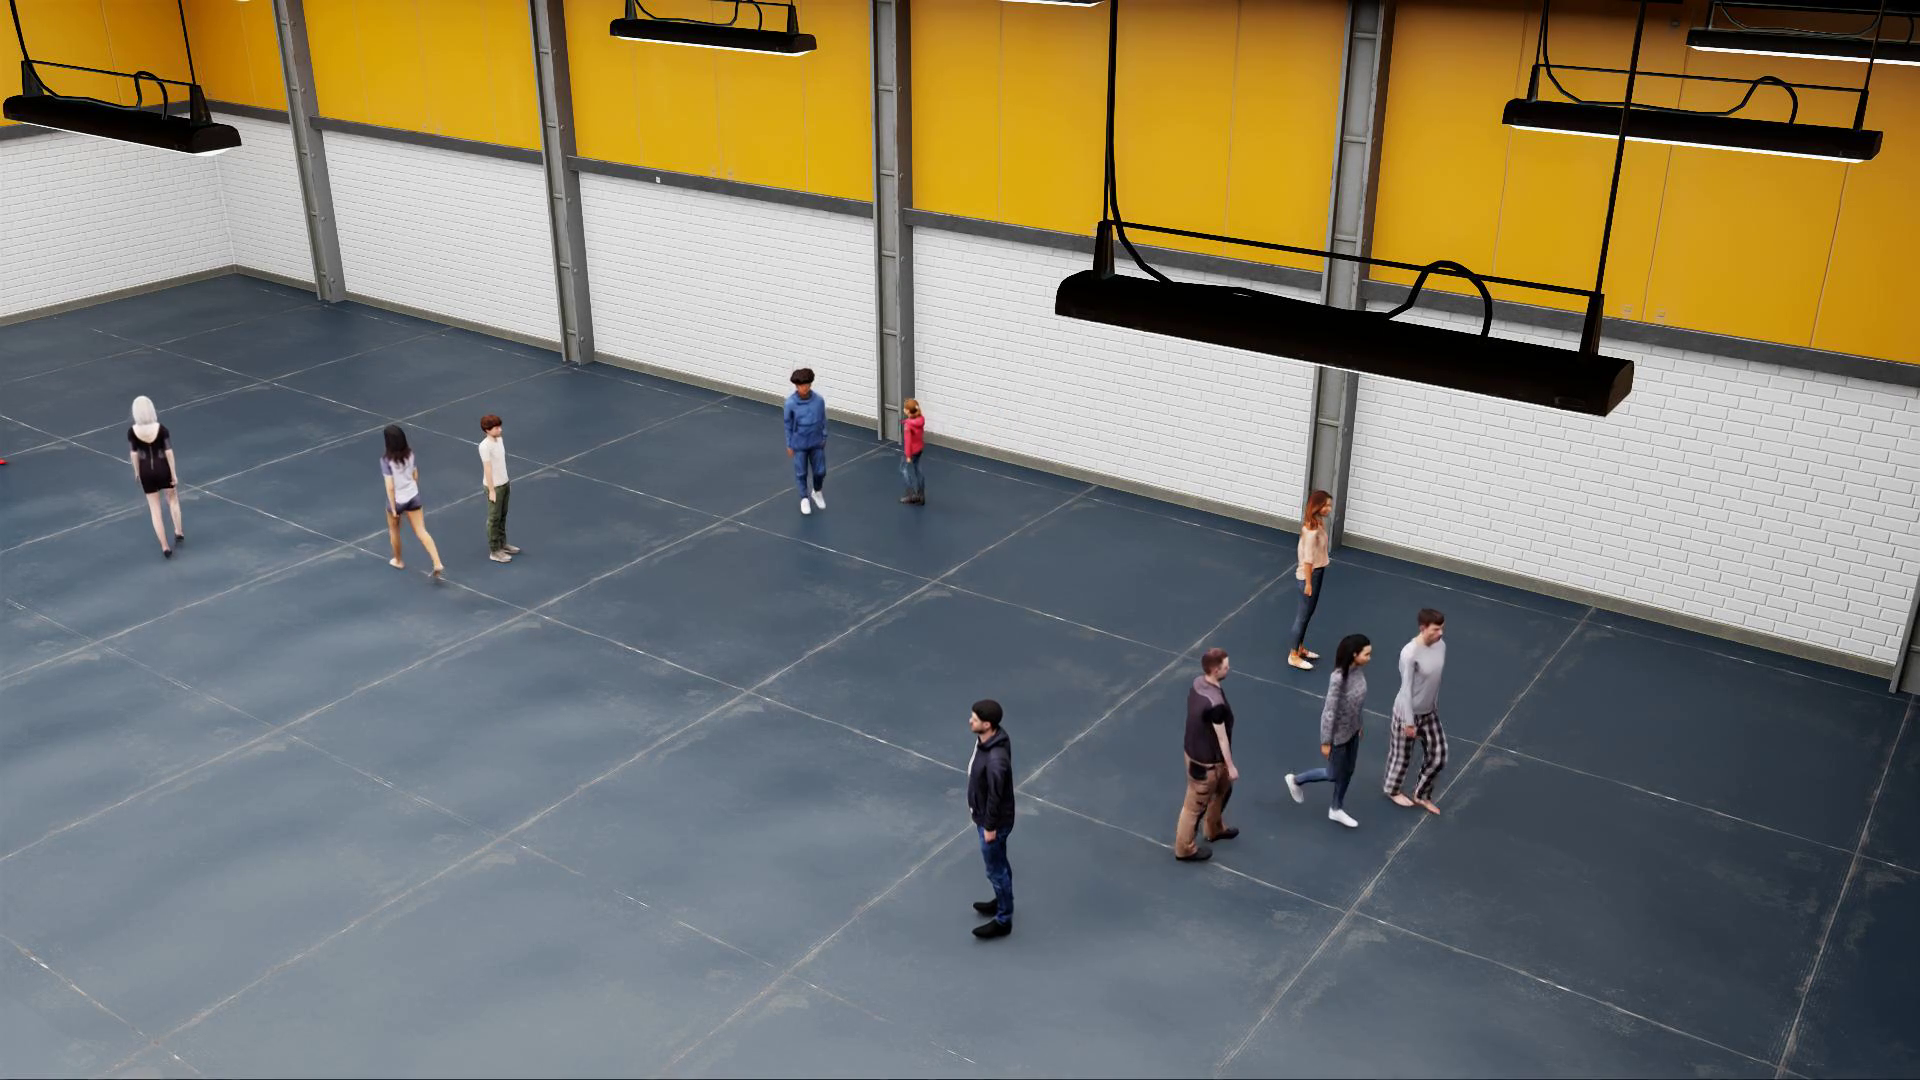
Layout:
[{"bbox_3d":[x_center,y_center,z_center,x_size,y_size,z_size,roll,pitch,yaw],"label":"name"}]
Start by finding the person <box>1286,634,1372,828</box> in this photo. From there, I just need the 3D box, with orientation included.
[{"bbox_3d":[2.975,1.506,13.321,0.872,1.713,0.719,18,29,35],"label":"person"}]

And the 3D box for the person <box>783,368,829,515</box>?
[{"bbox_3d":[-1.804,-1.178,19.368,0.837,1.787,0.884,-8,25,-18],"label":"person"}]

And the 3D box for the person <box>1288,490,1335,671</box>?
[{"bbox_3d":[3.338,0.353,15.863,0.571,1.789,0.630,11,26,23],"label":"person"}]

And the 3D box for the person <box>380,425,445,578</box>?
[{"bbox_3d":[-5.839,-0.381,17.658,1.142,1.697,0.648,18,30,36],"label":"person"}]

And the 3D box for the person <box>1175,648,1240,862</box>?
[{"bbox_3d":[1.806,1.665,12.816,0.969,1.825,0.904,-1,24,-3],"label":"person"}]

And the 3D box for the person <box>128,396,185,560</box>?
[{"bbox_3d":[-8.776,-0.656,18.149,0.863,1.807,0.974,-9,25,-21],"label":"person"}]

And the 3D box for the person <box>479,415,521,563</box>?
[{"bbox_3d":[-5.072,-0.592,18.196,0.658,1.653,0.655,4,24,10],"label":"person"}]

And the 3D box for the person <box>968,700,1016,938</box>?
[{"bbox_3d":[0.254,1.987,12.004,0.774,1.886,0.756,0,24,1],"label":"person"}]

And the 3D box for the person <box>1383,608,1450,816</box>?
[{"bbox_3d":[3.640,1.344,13.544,0.811,1.831,0.885,-15,28,-30],"label":"person"}]

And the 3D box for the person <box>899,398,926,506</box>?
[{"bbox_3d":[-0.491,-1.029,19.627,0.503,1.307,0.510,17,29,33],"label":"person"}]
